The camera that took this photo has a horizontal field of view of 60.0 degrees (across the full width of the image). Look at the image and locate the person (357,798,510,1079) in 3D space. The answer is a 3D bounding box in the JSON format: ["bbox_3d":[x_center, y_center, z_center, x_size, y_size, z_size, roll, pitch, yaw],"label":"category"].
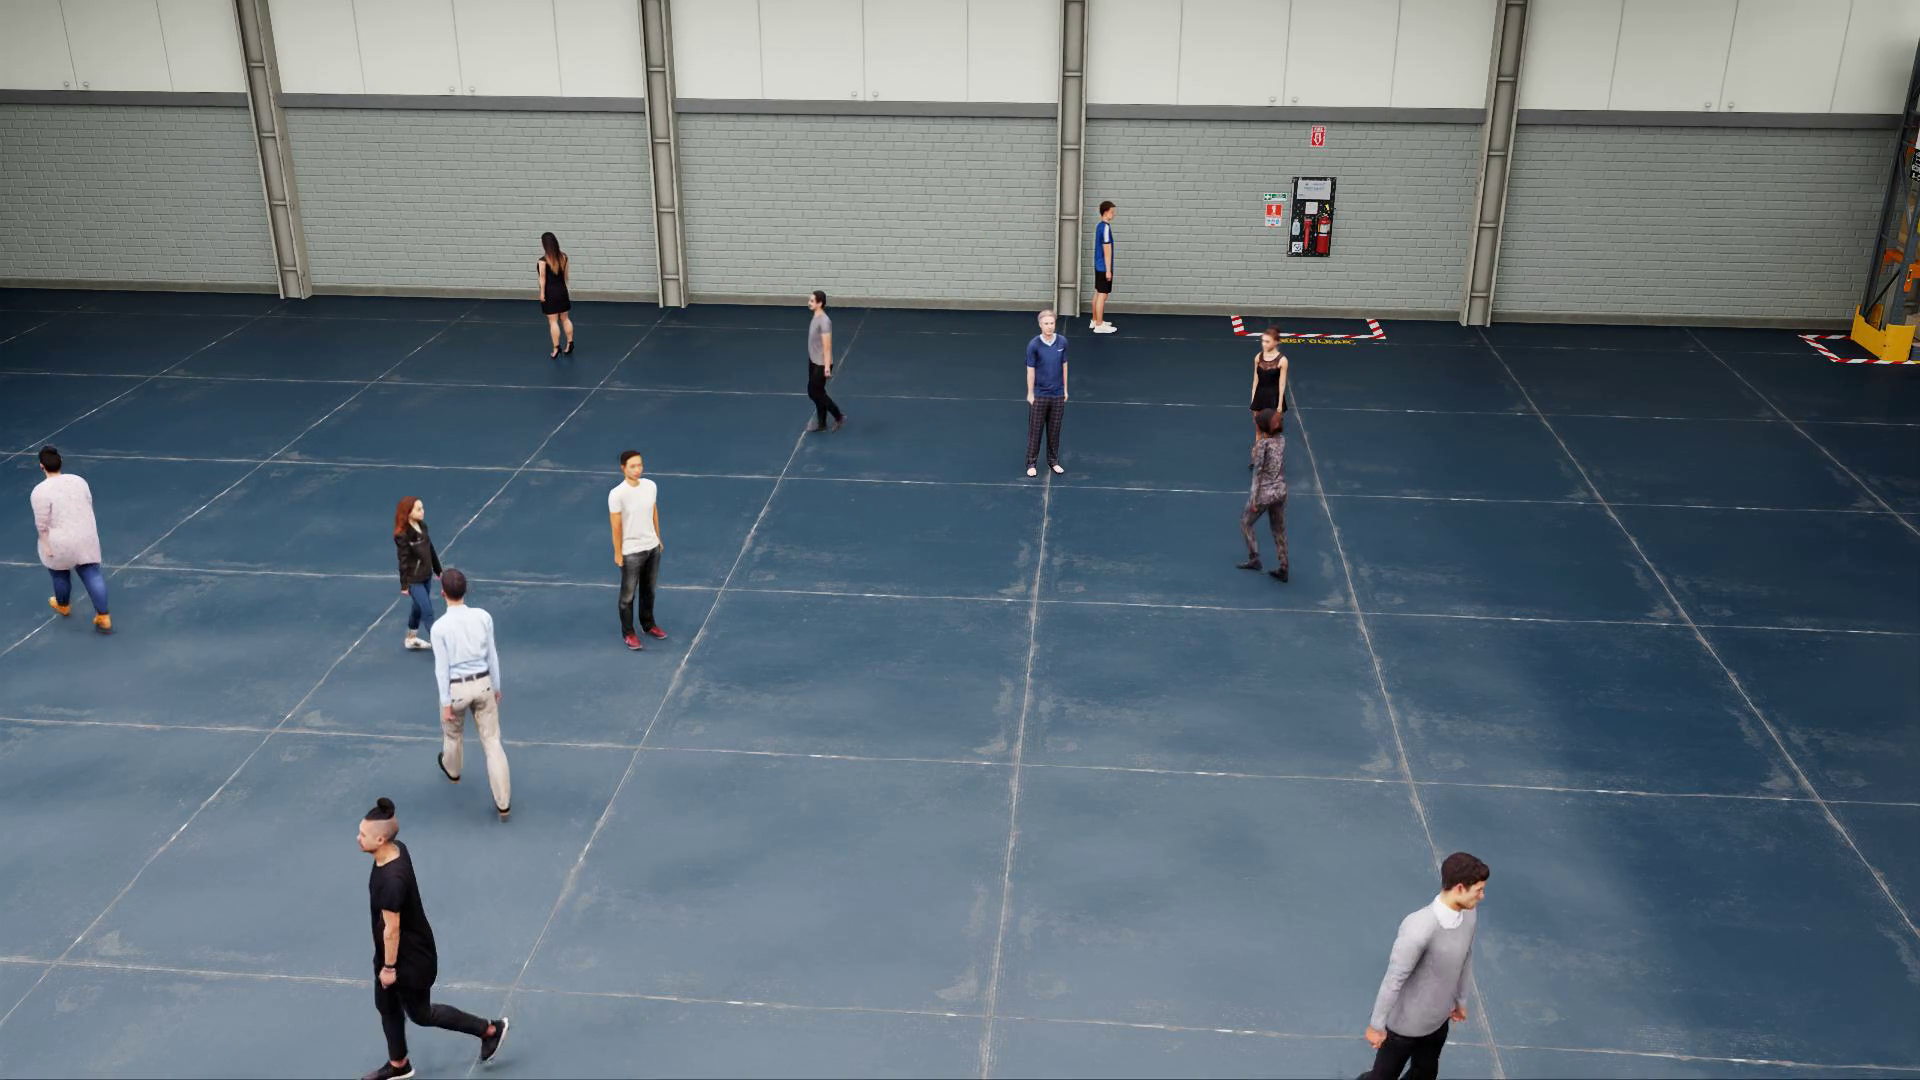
[{"bbox_3d":[-3.027,2.261,9.319,1.187,1.843,1.012,-10,25,-23],"label":"person"}]

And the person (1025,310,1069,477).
[{"bbox_3d":[0.960,-1.642,18.462,0.628,1.871,0.792,-8,24,-17],"label":"person"}]

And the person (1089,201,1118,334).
[{"bbox_3d":[2.060,-3.933,23.856,0.643,1.867,0.694,-3,23,-6],"label":"person"}]

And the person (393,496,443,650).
[{"bbox_3d":[-4.742,0.312,14.395,0.838,1.459,0.623,4,23,10],"label":"person"}]

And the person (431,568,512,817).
[{"bbox_3d":[-3.526,1.157,11.997,1.173,1.780,1.171,-15,27,-31],"label":"person"}]

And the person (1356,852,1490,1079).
[{"bbox_3d":[2.357,2.474,8.766,1.021,1.884,1.095,-11,25,-24],"label":"person"}]

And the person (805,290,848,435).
[{"bbox_3d":[-1.574,-2.106,19.715,0.822,1.744,0.747,-7,24,-17],"label":"person"}]

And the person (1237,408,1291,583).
[{"bbox_3d":[2.970,-0.385,15.744,0.912,1.686,0.972,-16,28,-33],"label":"person"}]

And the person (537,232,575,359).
[{"bbox_3d":[-5.495,-3.332,22.639,0.772,1.712,0.741,17,28,34],"label":"person"}]

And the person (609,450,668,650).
[{"bbox_3d":[-2.825,0.056,14.558,0.744,1.801,0.719,20,30,38],"label":"person"}]

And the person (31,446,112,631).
[{"bbox_3d":[-7.871,0.019,14.778,1.214,1.699,1.063,18,29,35],"label":"person"}]

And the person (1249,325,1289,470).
[{"bbox_3d":[3.453,-1.570,18.536,0.674,1.681,0.752,19,30,38],"label":"person"}]
